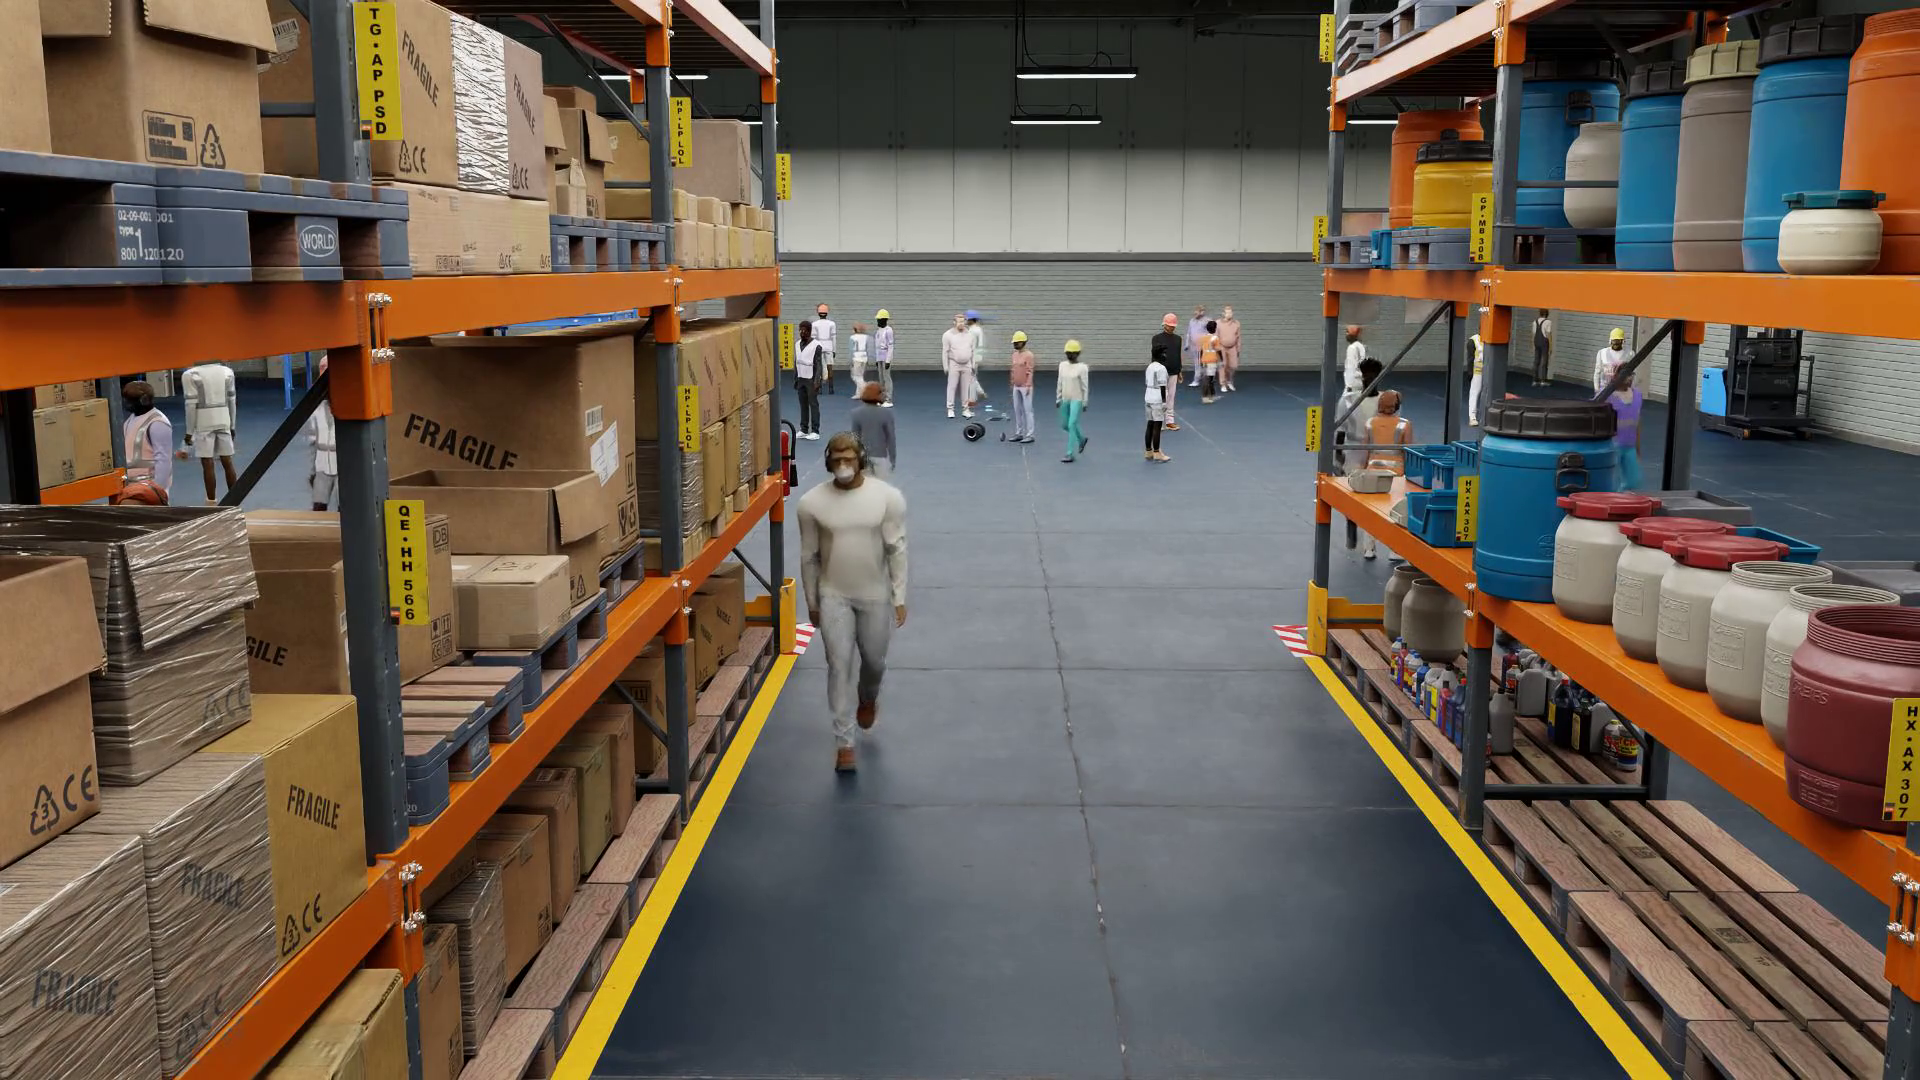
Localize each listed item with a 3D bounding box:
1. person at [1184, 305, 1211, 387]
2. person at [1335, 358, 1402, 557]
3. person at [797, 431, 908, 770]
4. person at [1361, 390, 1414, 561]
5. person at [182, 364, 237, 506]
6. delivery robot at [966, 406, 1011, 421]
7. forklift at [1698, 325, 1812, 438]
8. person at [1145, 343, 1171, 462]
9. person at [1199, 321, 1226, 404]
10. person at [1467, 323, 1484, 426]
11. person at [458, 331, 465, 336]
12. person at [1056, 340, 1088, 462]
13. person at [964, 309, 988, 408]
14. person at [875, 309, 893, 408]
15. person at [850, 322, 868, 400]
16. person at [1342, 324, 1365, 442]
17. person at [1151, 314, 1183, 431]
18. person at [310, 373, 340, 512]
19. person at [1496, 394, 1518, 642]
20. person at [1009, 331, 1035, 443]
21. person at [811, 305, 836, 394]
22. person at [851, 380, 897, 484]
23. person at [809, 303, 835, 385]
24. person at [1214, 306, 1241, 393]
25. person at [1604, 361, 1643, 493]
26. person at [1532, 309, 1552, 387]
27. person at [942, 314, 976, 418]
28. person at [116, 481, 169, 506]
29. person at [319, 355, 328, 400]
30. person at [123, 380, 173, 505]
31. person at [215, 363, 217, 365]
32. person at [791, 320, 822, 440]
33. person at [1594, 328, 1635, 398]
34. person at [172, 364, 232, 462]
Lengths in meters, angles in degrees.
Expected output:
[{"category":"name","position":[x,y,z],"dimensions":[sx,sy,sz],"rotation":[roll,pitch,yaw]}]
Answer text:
[{"category":"person","position":[5.575,-4.494,38.472],"dimensions":[0.832,1.877,0.638],"rotation":[-7,12,-37]},{"category":"person","position":[3.945,-0.795,16.091],"dimensions":[0.620,1.946,0.439],"rotation":[2,10,10]},{"category":"person","position":[-0.620,0.308,9.612],"dimensions":[0.630,1.910,0.826],"rotation":[-1,10,-4]},{"category":"person","position":[4.087,-0.618,15.949],"dimensions":[0.523,1.638,0.311],"rotation":[7,11,34]},{"category":"person","position":[-8.449,-1.285,18.730],"dimensions":[0.386,2.045,0.605],"rotation":[7,12,35]},{"category":"delivery robot","position":[0.462,-2.049,26.831],"dimensions":[0.698,0.223,0.335],"rotation":[2,10,12]},{"category":"forklift","position":[13.248,-3.165,27.620],"dimensions":[1.129,2.768,1.873],"rotation":[0,9,1]},{"category":"person","position":[2.842,-1.989,23.986],"dimensions":[0.322,1.696,0.530],"rotation":[-3,10,-16]},{"category":"person","position":[5.181,-3.609,33.784],"dimensions":[0.722,1.673,0.544],"rotation":[-5,11,-29]},{"category":"person","position":[9.204,-2.935,29.224],"dimensions":[0.633,1.843,0.429],"rotation":[-3,10,-17]},{"category":"person","position":[-8.987,-3.231,30.525],"dimensions":[0.536,2.000,0.672],"rotation":[4,10,22]},{"category":"person","position":[1.663,-2.021,24.002],"dimensions":[0.599,1.748,0.539],"rotation":[-9,13,-44]},{"category":"person","position":[0.242,-3.555,32.650],"dimensions":[0.425,1.935,0.636],"rotation":[3,10,15]},{"category":"person","position":[-1.505,-3.580,32.821],"dimensions":[0.355,1.930,0.587],"rotation":[-5,11,-26]},{"category":"person","position":[-2.068,-3.721,34.584],"dimensions":[0.526,1.626,0.518],"rotation":[9,13,43]},{"category":"person","position":[6.278,-2.482,26.407],"dimensions":[0.466,1.871,0.611],"rotation":[5,11,28]},{"category":"person","position":[3.535,-2.856,28.321],"dimensions":[0.611,1.985,0.393],"rotation":[-5,11,-29]},{"category":"person","position":[-5.680,-0.635,15.221],"dimensions":[0.612,1.919,0.706],"rotation":[1,10,5]},{"category":"person","position":[4.169,-0.166,12.556],"dimensions":[0.595,1.885,0.677],"rotation":[-3,10,-17]},{"category":"person","position":[0.976,-2.436,26.483],"dimensions":[0.330,1.762,0.528],"rotation":[-7,12,-36]},{"category":"person","position":[-2.968,-4.149,36.204],"dimensions":[0.543,1.938,0.356],"rotation":[-2,10,-10]},{"category":"person","position":[-0.927,-0.872,17.519],"dimensions":[0.511,1.615,0.583],"rotation":[4,10,21]},{"category":"person","position":[-3.259,-4.667,39.397],"dimensions":[0.622,1.912,0.924],"rotation":[0,9,-2]},{"category":"person","position":[5.888,-4.203,36.672],"dimensions":[0.647,1.888,0.434],"rotation":[-1,10,-6]},{"category":"person","position":[6.892,-0.957,17.388],"dimensions":[0.608,1.830,0.438],"rotation":[-4,10,-21]},{"category":"person","position":[13.469,-4.479,38.459],"dimensions":[0.330,1.845,0.514],"rotation":[-6,11,-33]},{"category":"person","position":[-0.002,-3.202,30.632],"dimensions":[0.651,1.904,0.403],"rotation":[-4,10,-20]},{"category":"person","position":[-3.615,0.675,7.478],"dimensions":[0.576,1.882,0.355],"rotation":[-1,9,-3]},{"category":"person","position":[-8.328,-1.861,22.595],"dimensions":[0.642,1.909,0.399],"rotation":[-1,10,-4]},{"category":"person","position":[-7.050,-0.461,14.403],"dimensions":[0.627,1.844,0.429],"rotation":[8,12,40]},{"category":"person","position":[-13.440,-3.019,29.677],"dimensions":[0.313,1.865,0.514],"rotation":[1,10,7]},{"category":"person","position":[-2.466,-2.597,26.969],"dimensions":[0.593,1.919,0.391],"rotation":[8,13,41]},{"category":"person","position":[10.210,-2.386,25.957],"dimensions":[0.602,1.830,0.404],"rotation":[3,10,19]},{"category":"person","position":[-10.949,-2.063,23.797],"dimensions":[0.991,1.899,0.647],"rotation":[-8,13,-41]}]
